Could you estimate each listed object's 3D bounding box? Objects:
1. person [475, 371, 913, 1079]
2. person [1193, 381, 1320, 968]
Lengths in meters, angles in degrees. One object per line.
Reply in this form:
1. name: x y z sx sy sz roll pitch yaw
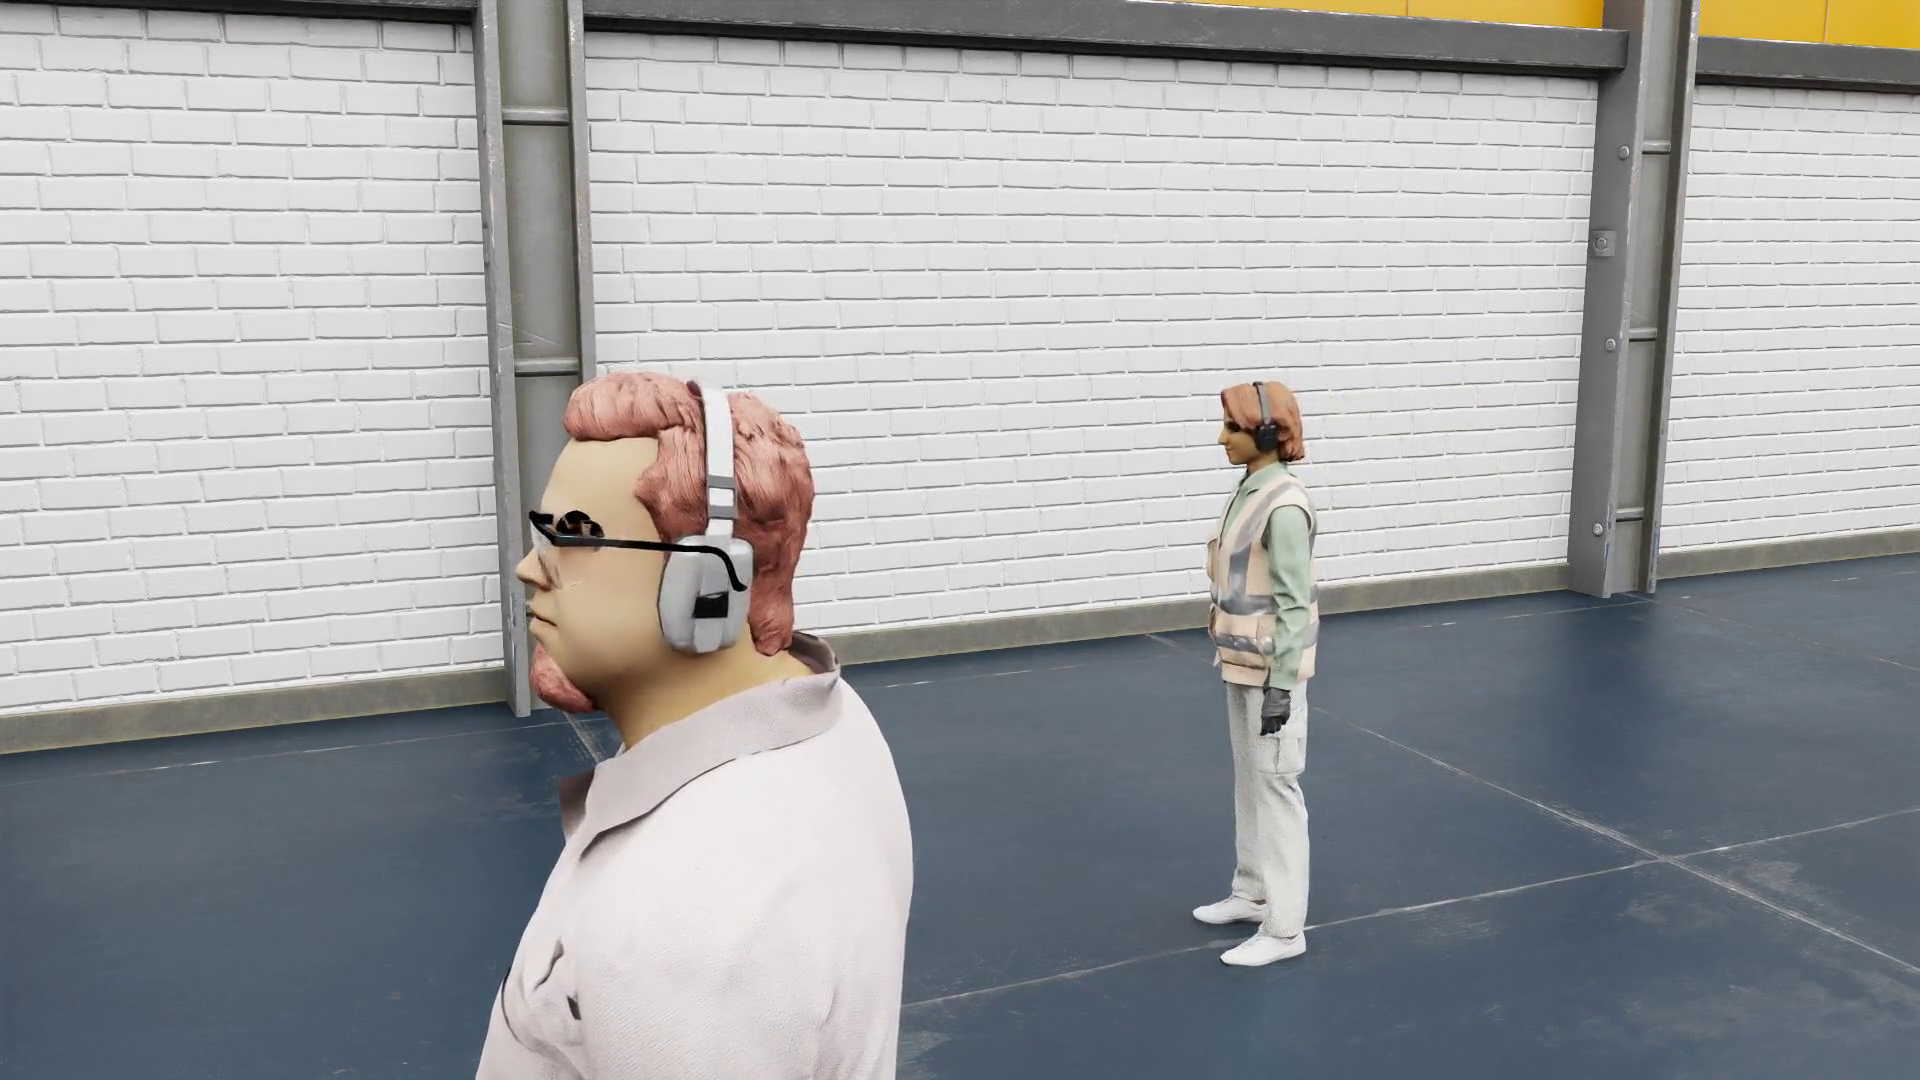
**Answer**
1. person: -0.249 0.799 1.555 0.410 1.913 0.651 0 10 1
2. person: 0.842 0.373 4.660 0.310 1.636 0.523 -1 10 -5
